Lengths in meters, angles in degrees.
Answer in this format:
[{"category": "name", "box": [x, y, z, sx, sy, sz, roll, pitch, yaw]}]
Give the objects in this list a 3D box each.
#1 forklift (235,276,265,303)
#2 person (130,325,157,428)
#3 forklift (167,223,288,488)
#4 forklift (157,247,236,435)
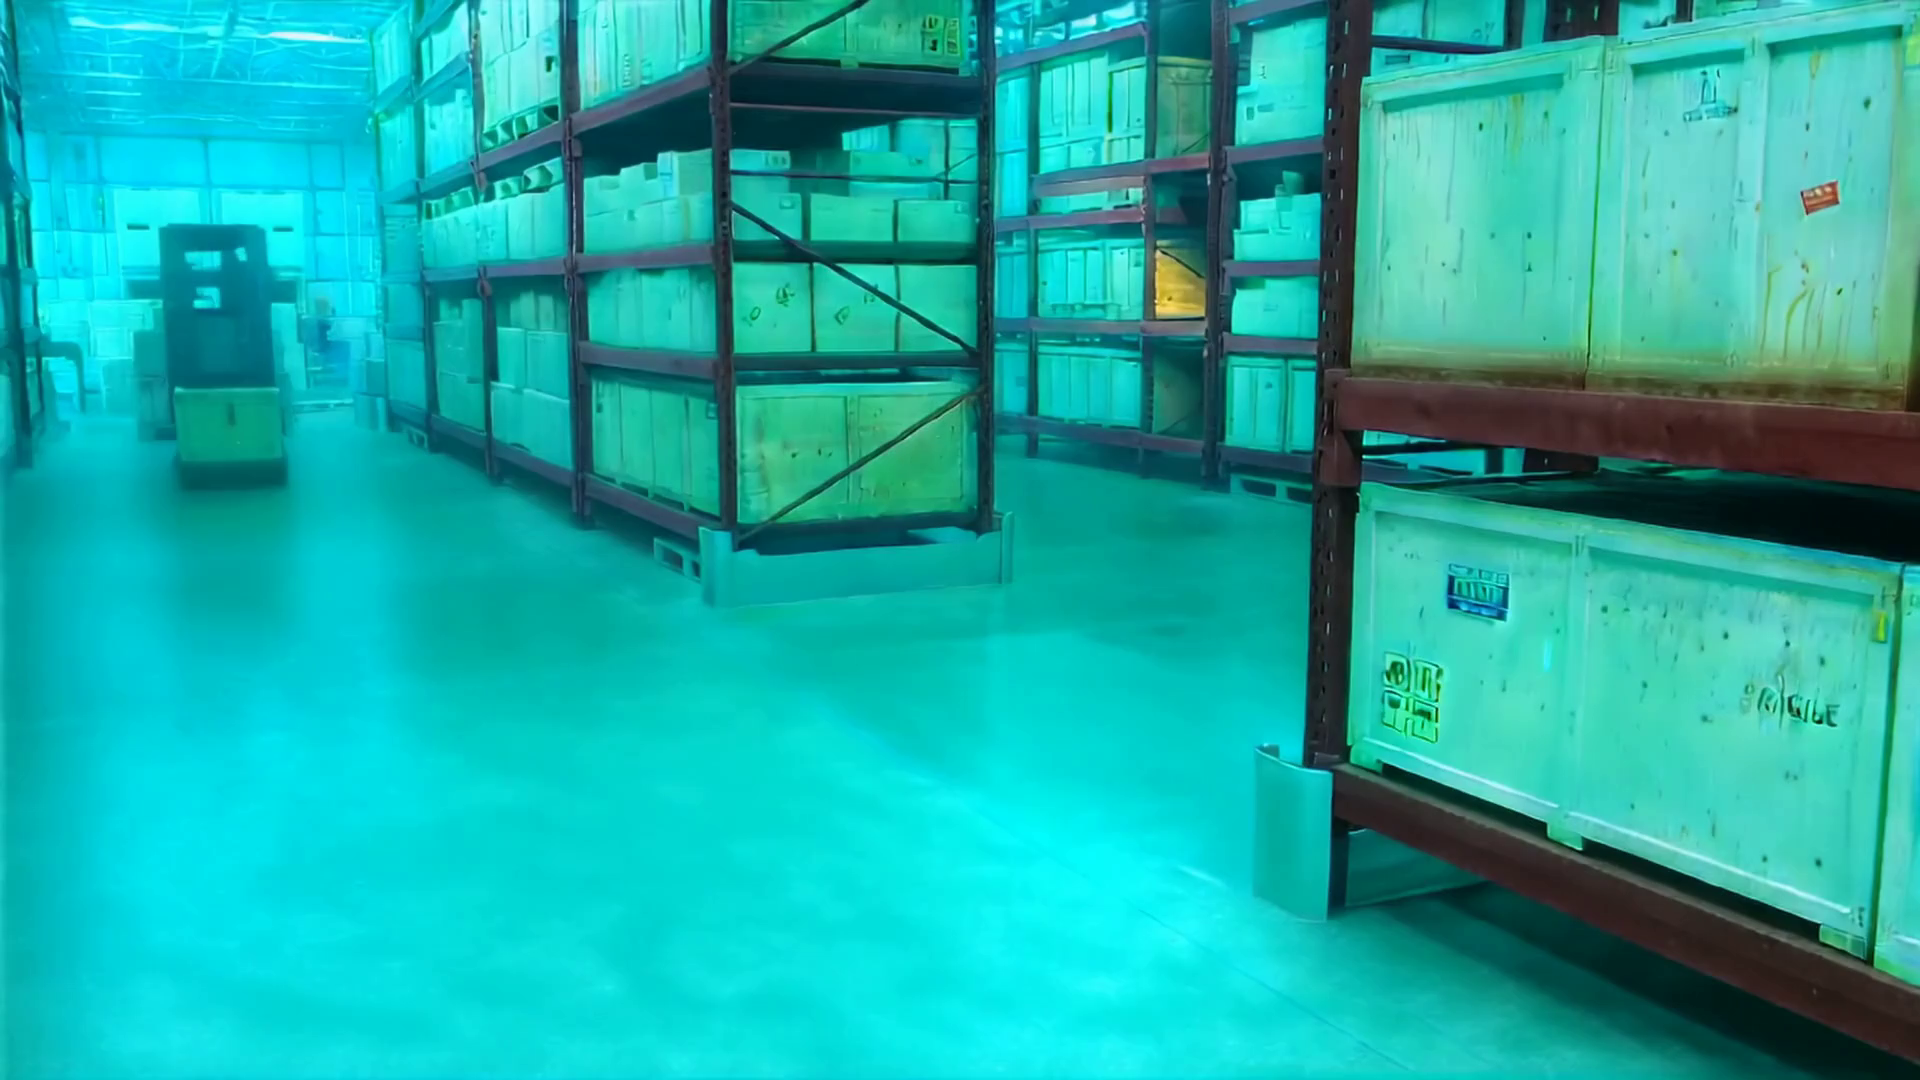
[{"category": "forklift", "box": [-17.722, -5.442, 41.613, 1.129, 2.768, 1.873, -6, 10, -35]}, {"category": "person", "box": [-12.238, -2.410, 24.992, 0.434, 1.620, 0.547, 4, 9, 25]}, {"category": "forklift", "box": [-8.052, -2.039, 18.149, 1.129, 2.768, 1.873, -4, 9, -26]}, {"category": "forklift", "box": [-11.336, -3.027, 24.960, 1.129, 2.768, 1.873, -1, 8, -10]}]
